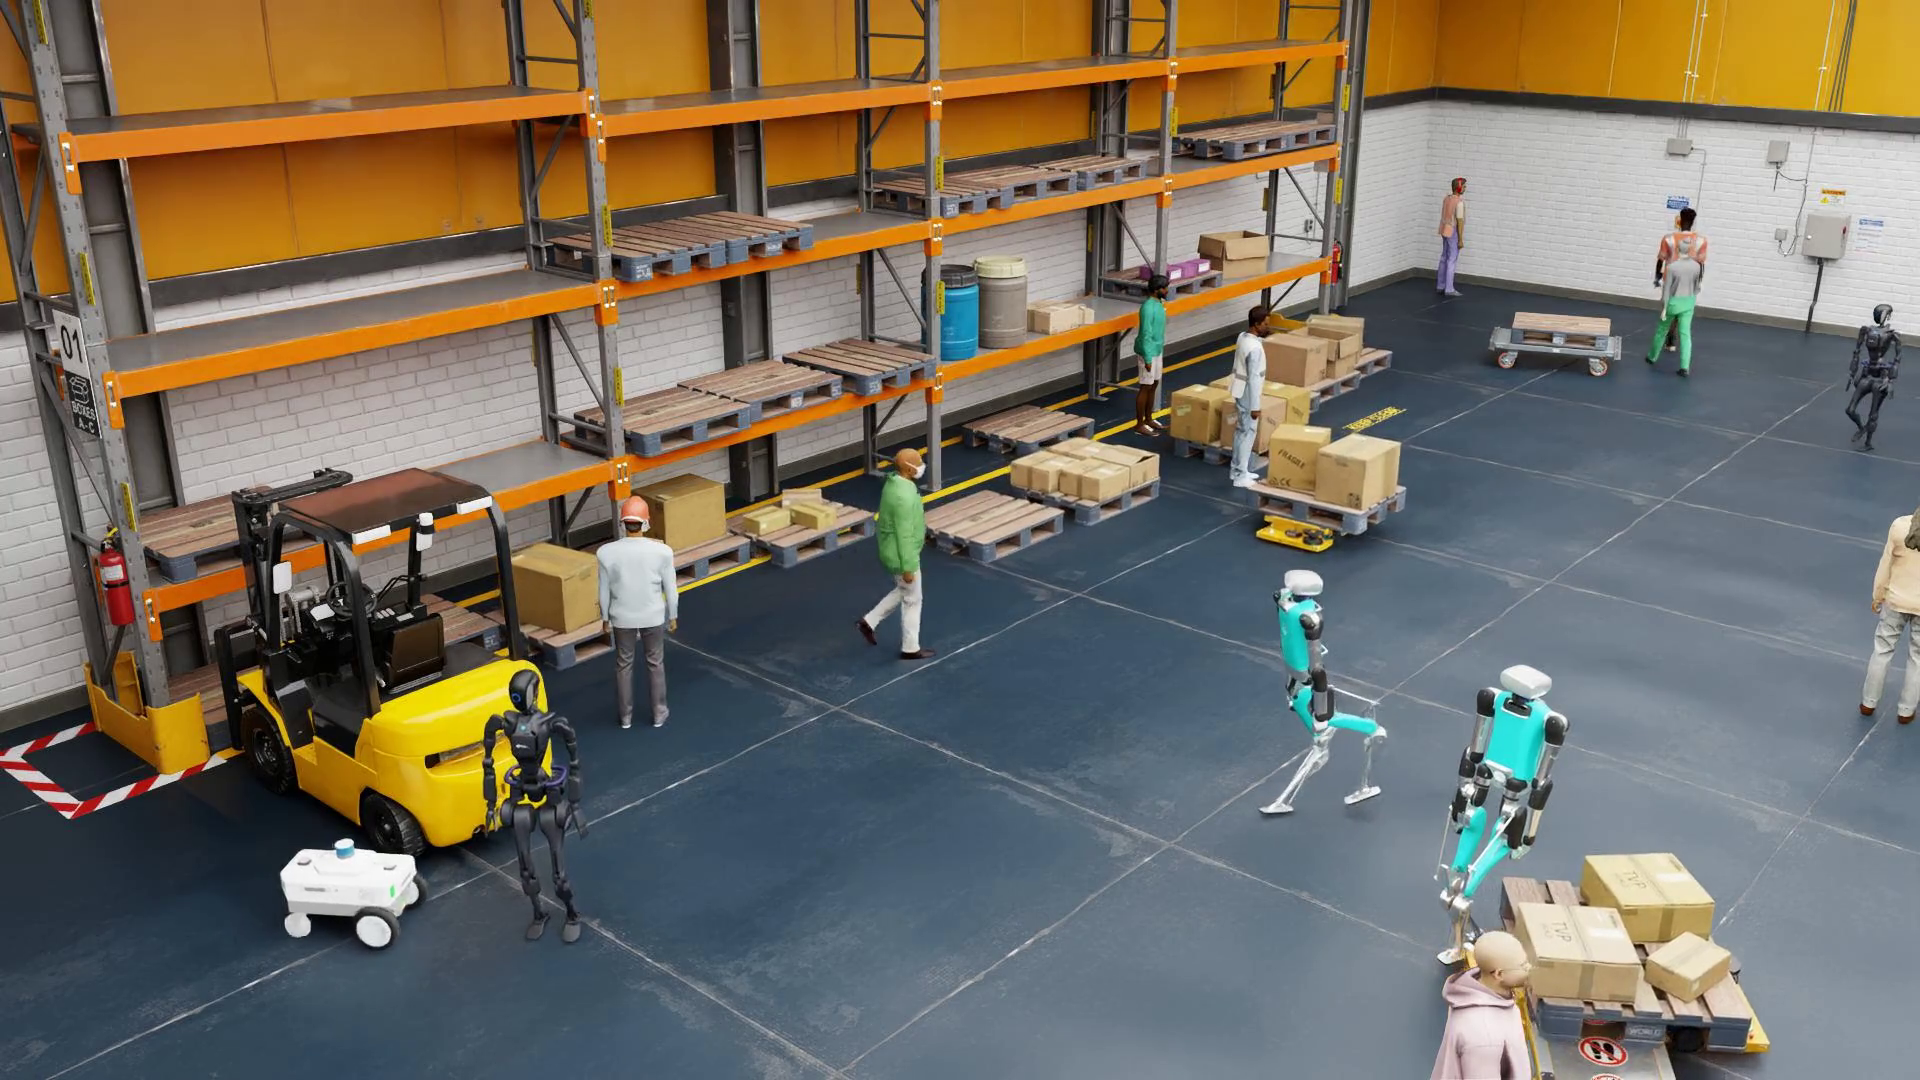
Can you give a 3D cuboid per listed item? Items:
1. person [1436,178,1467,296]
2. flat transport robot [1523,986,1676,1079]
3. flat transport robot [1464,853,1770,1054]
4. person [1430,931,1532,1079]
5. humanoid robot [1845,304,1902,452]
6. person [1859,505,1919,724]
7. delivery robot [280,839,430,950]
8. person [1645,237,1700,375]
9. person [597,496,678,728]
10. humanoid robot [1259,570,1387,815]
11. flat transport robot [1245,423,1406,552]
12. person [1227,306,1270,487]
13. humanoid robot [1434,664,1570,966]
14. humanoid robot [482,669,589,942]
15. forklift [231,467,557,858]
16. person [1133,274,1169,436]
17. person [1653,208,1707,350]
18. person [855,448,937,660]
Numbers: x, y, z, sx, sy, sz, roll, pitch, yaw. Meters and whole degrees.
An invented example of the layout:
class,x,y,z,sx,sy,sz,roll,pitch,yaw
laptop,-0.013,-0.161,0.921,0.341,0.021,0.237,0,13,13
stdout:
class,x,y,z,sx,sy,sz,roll,pitch,yaw
person,7.754,-4.781,26.227,0.390,1.846,0.565,-4,21,-11
flat transport robot,3.222,2.629,8.428,0.659,0.231,1.431,4,21,11
flat transport robot,3.506,2.437,8.949,1.431,0.231,0.659,2,20,7
person,2.118,2.398,6.865,0.401,1.784,0.523,5,21,13
humanoid robot,10.132,-1.796,18.385,0.399,1.649,0.583,-10,23,-26
person,6.912,0.452,12.031,0.567,1.867,0.417,11,23,28
delivery robot,-3.516,2.032,9.659,0.812,0.614,0.499,2,20,6
person,9.376,-3.084,21.723,0.516,1.796,0.972,0,20,-1
person,-2.315,0.525,12.007,0.572,1.738,0.348,-3,20,-8
humanoid robot,2.466,1.007,10.761,0.994,1.762,0.531,-5,21,-13
flat transport robot,3.526,-0.211,16.122,0.659,0.231,1.431,16,26,37
person,2.985,-1.481,17.206,0.408,1.908,0.595,-1,20,-3
humanoid robot,2.839,1.608,9.136,0.865,1.779,0.545,-17,26,-38
humanoid robot,-2.416,1.497,9.445,0.609,1.649,0.318,1,20,3
forklift,-3.730,0.710,10.856,2.313,2.155,1.214,17,26,38
person,2.180,-2.123,19.033,0.407,1.843,0.499,9,22,23
person,9.959,-3.643,23.068,0.607,1.894,1.072,4,21,10
person,-0.495,0.125,13.043,0.551,1.766,0.565,-4,21,-11
